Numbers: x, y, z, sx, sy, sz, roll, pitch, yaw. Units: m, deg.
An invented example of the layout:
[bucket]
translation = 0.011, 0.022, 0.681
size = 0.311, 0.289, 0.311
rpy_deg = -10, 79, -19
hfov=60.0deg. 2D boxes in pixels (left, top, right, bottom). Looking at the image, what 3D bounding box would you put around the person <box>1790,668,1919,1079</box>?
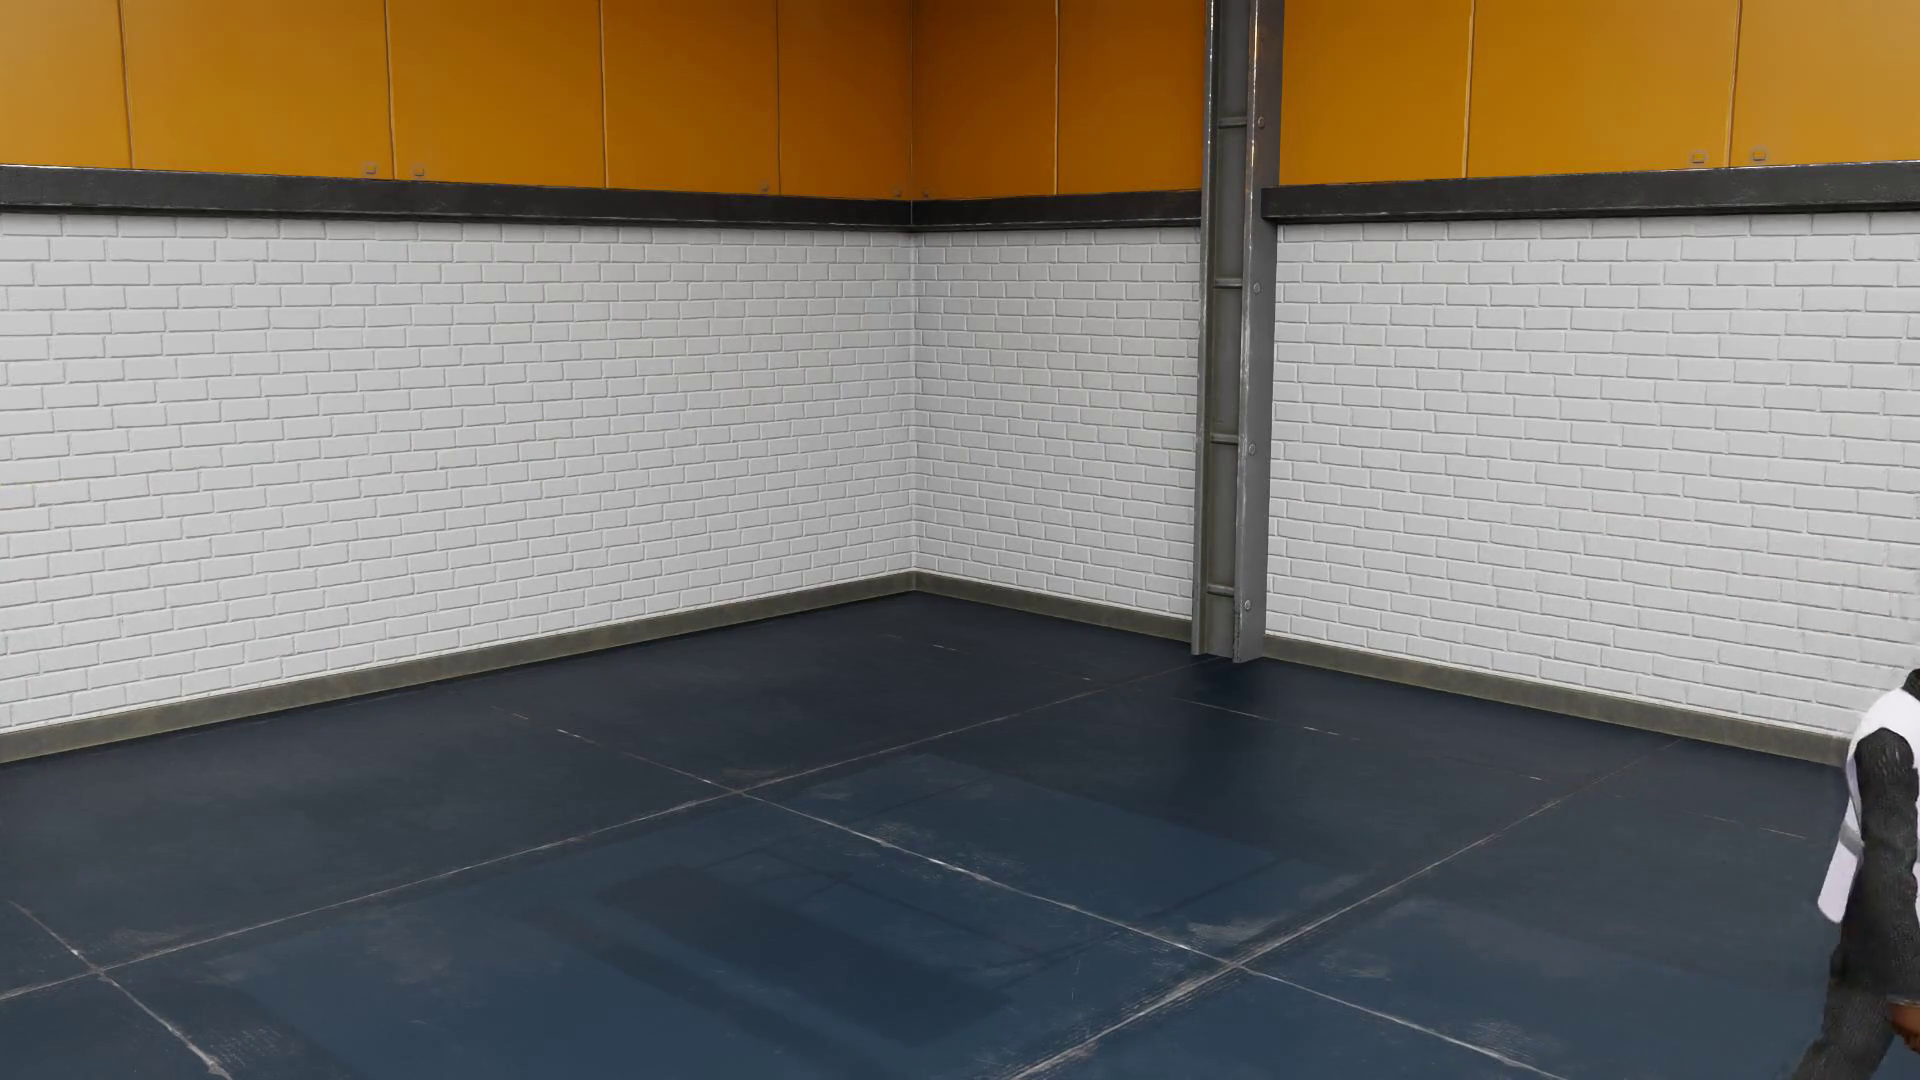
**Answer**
[person]
translation = 2.469, 1.013, 4.104
size = 0.625, 1.866, 0.978
rpy_deg = -6, 11, -32
